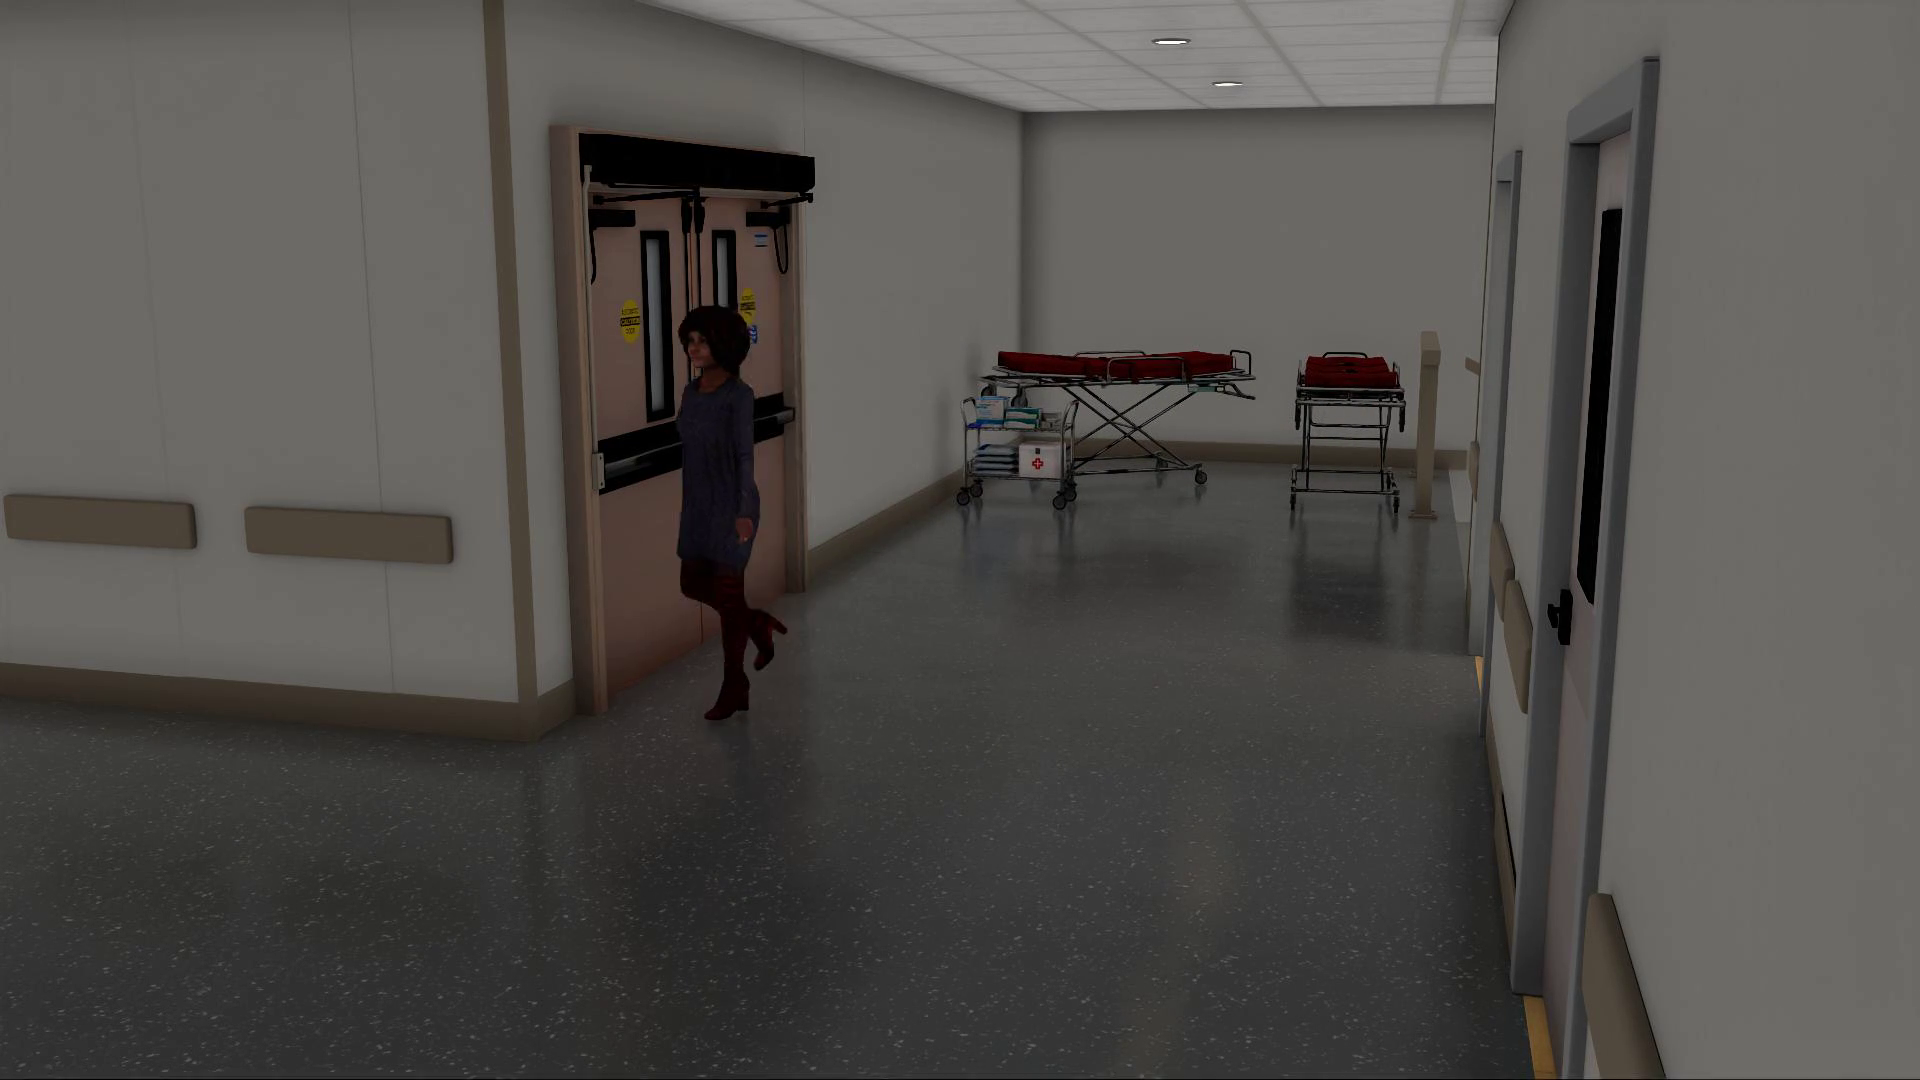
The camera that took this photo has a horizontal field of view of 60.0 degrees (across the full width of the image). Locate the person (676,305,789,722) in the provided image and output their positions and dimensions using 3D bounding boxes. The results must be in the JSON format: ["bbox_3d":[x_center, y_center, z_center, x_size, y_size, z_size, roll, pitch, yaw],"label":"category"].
[{"bbox_3d":[-0.933,-0.115,6.923,0.770,1.698,0.894,8,14,37],"label":"person"}]
